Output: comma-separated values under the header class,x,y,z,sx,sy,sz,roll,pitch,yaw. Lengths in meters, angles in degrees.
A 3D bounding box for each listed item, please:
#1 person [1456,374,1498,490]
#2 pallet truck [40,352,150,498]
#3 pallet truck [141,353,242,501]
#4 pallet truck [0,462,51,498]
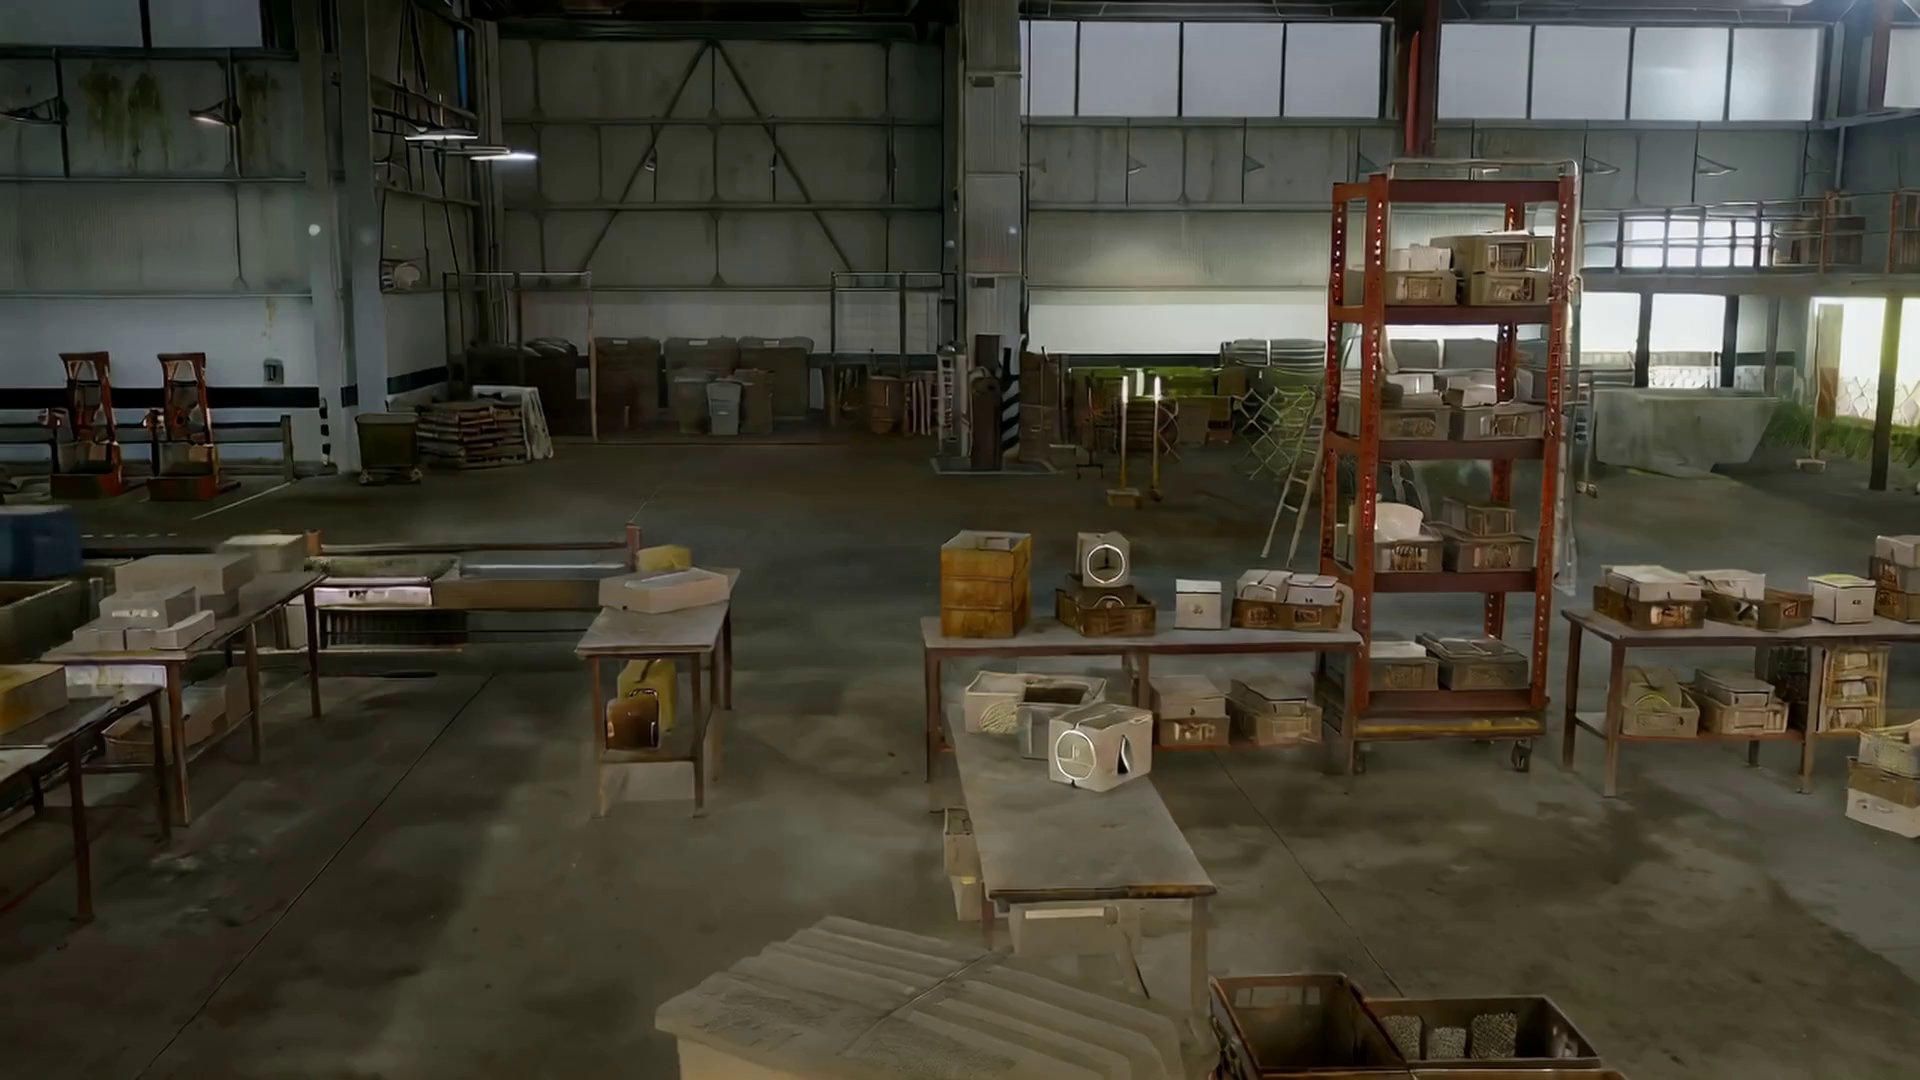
class,x,y,z,sx,sy,sz,roll,pitch,yaw
person,7.368,-1.535,23.398,0.708,1.705,0.509,0,9,0
pallet truck,-11.907,-1.642,23.165,0.823,1.965,1.885,0,9,0
pallet truck,-10.520,-1.604,22.925,0.823,1.965,1.885,-1,9,-6
pallet truck,-13.193,-1.293,23.148,0.653,1.274,1.630,-1,9,-4
